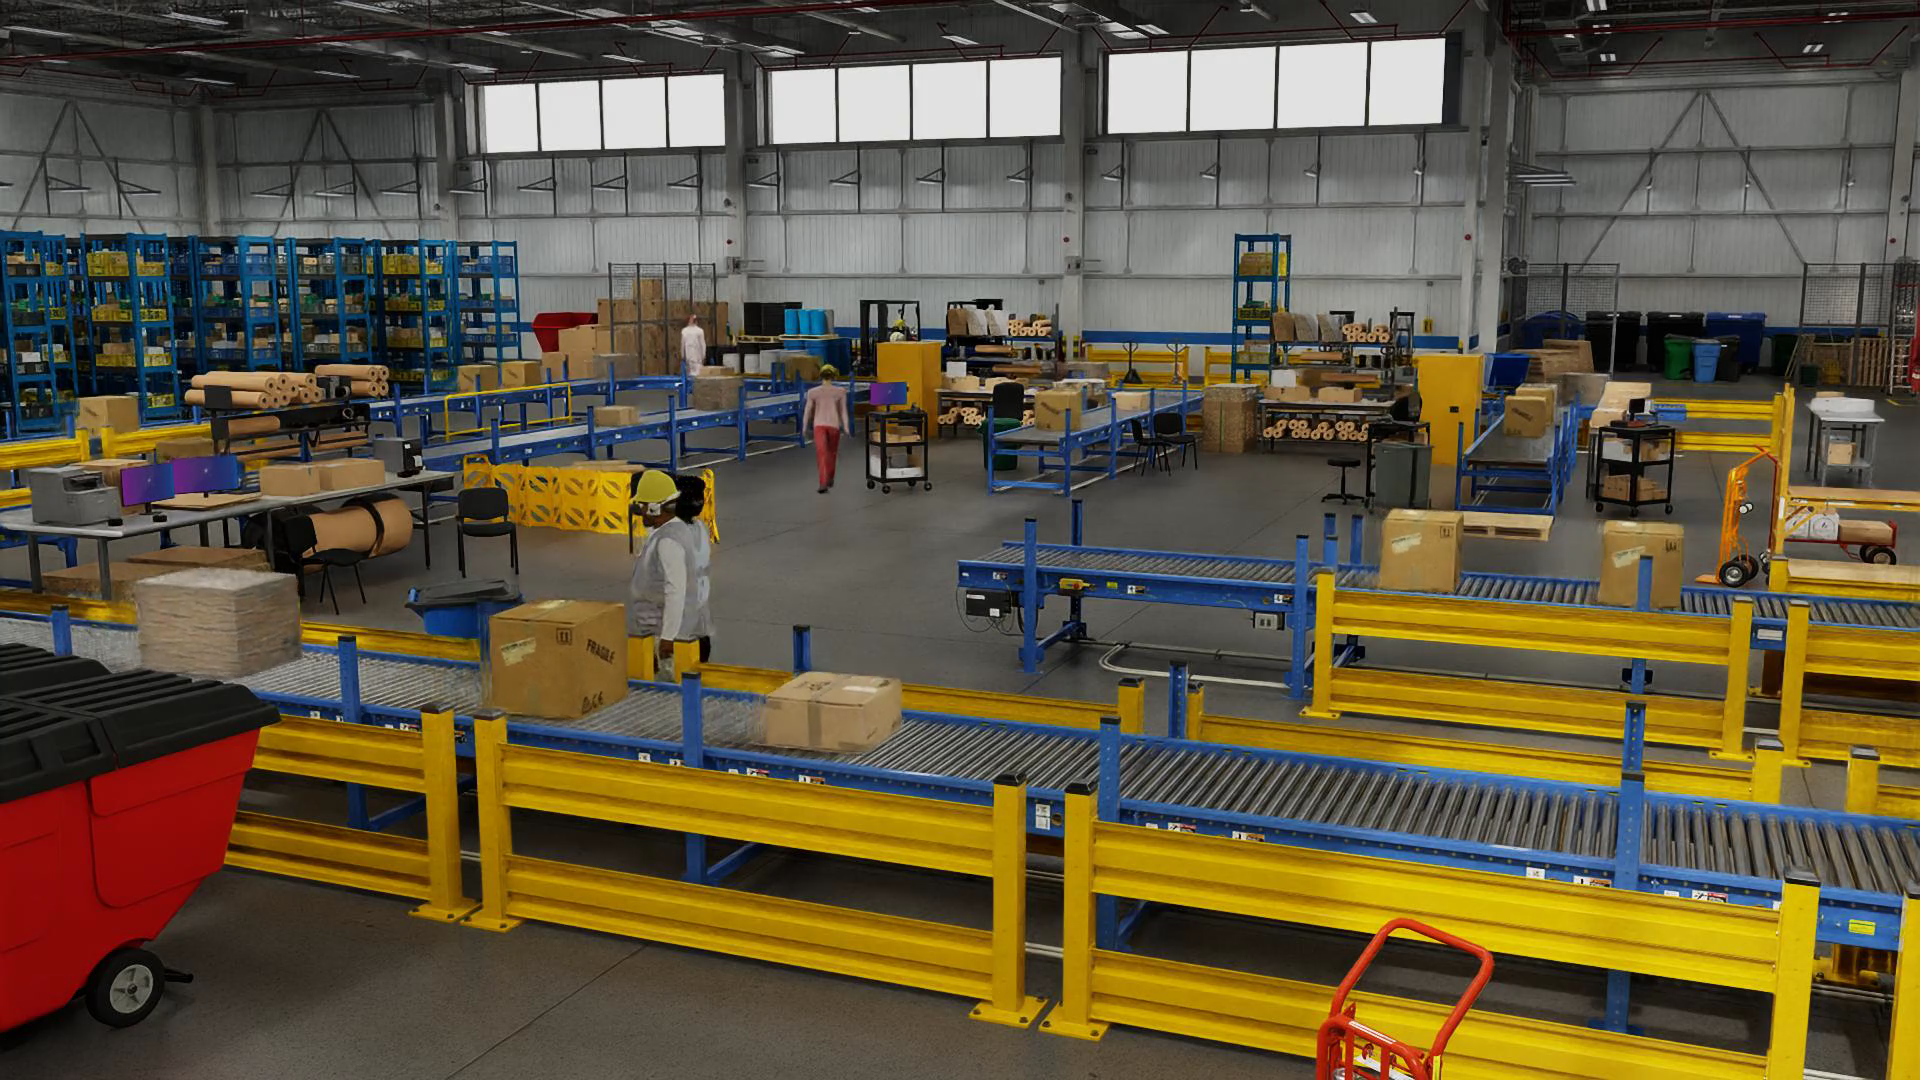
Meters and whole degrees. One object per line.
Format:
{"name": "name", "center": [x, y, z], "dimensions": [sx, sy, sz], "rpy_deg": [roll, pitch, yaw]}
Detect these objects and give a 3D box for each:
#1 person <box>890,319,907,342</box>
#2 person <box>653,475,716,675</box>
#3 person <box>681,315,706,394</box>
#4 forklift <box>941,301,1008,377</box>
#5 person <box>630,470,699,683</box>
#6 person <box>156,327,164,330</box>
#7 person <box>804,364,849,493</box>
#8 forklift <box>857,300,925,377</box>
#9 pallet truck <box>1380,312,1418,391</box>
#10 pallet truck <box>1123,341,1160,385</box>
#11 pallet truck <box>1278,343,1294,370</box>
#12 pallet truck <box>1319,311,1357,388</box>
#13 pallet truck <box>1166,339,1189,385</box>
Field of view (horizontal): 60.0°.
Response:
{"name": "person", "center": [-1.354, -4.073, 37.583], "dimensions": [0.404, 1.837, 0.590], "rpy_deg": [-6, 11, -31]}
{"name": "person", "center": [-1.879, 0.394, 10.985], "dimensions": [0.603, 1.680, 0.539], "rpy_deg": [6, 11, 30]}
{"name": "person", "center": [-6.273, -4.346, 39.065], "dimensions": [0.649, 1.884, 0.689], "rpy_deg": [5, 11, 29]}
{"name": "forklift", "center": [0.365, -4.966, 41.571], "dimensions": [1.157, 1.987, 2.680], "rpy_deg": [3, 10, 20]}
{"name": "person", "center": [-1.764, 0.490, 9.955], "dimensions": [0.404, 1.829, 0.591], "rpy_deg": [-2, 10, -11]}
{"name": "person", "center": [-17.937, -4.027, 37.336], "dimensions": [0.575, 1.830, 0.410], "rpy_deg": [-6, 11, -34]}
{"name": "person", "center": [-1.803, -1.506, 22.432], "dimensions": [0.576, 1.703, 0.947], "rpy_deg": [-1, 9, -9]}
{"name": "forklift", "center": [-1.732, -5.109, 42.468], "dimensions": [1.157, 1.987, 2.680], "rpy_deg": [4, 10, 22]}
{"name": "pallet truck", "center": [10.207, -4.283, 38.369], "dimensions": [0.823, 1.965, 1.885], "rpy_deg": [3, 10, 20]}
{"name": "pallet truck", "center": [4.445, -4.380, 41.279], "dimensions": [0.680, 1.201, 1.601], "rpy_deg": [4, 10, 22]}
{"name": "pallet truck", "center": [7.886, -4.163, 39.743], "dimensions": [0.653, 1.274, 1.630], "rpy_deg": [4, 10, 22]}
{"name": "pallet truck", "center": [9.071, -4.419, 39.190], "dimensions": [0.823, 1.965, 1.885], "rpy_deg": [5, 10, 26]}
{"name": "pallet truck", "center": [5.418, -4.269, 40.420], "dimensions": [0.704, 1.261, 1.522], "rpy_deg": [3, 10, 20]}
